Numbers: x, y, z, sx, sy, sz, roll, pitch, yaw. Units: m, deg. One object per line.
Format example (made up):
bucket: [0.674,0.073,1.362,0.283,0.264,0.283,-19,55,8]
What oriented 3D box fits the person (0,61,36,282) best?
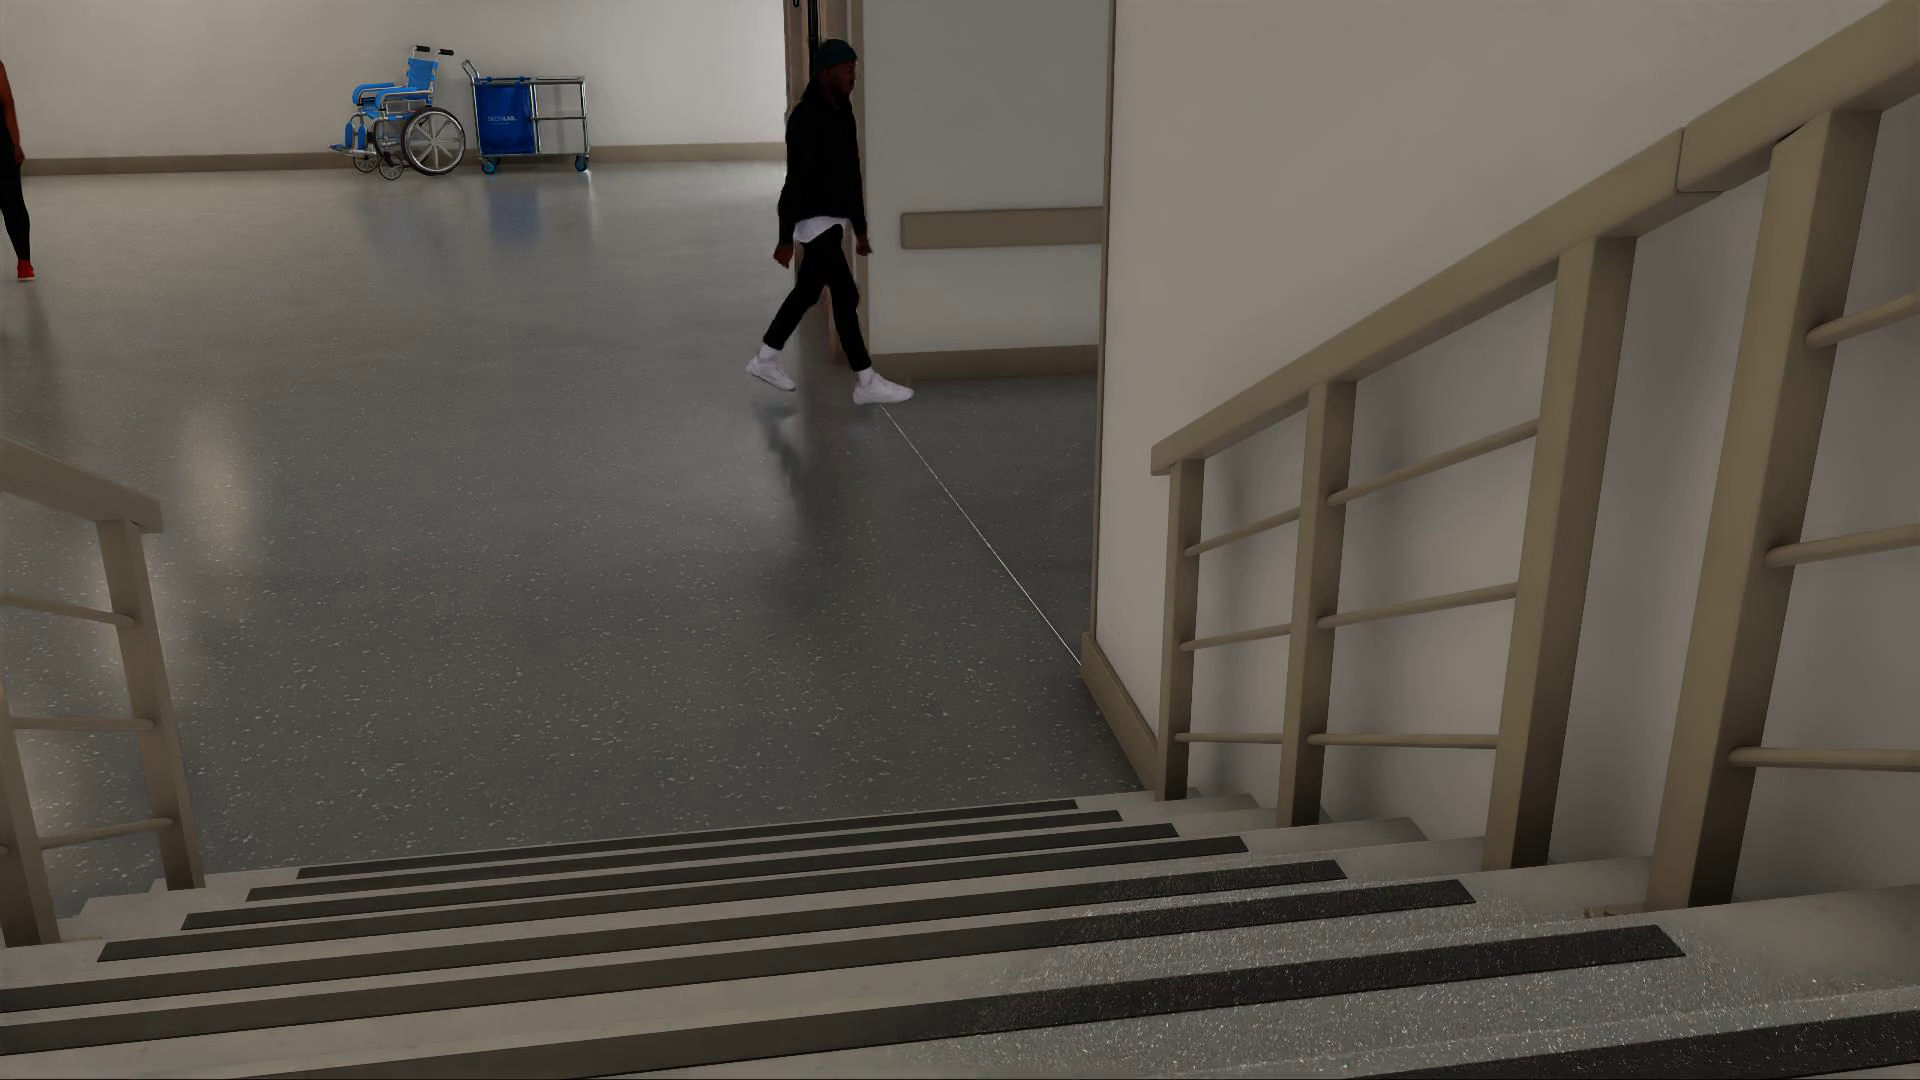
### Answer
person: [-6.545,-2.636,11.103,0.706,1.816,0.639,-6,22,-16]

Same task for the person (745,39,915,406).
person: [-0.775,-1.552,8.314,1.185,1.765,1.269,9,22,22]
